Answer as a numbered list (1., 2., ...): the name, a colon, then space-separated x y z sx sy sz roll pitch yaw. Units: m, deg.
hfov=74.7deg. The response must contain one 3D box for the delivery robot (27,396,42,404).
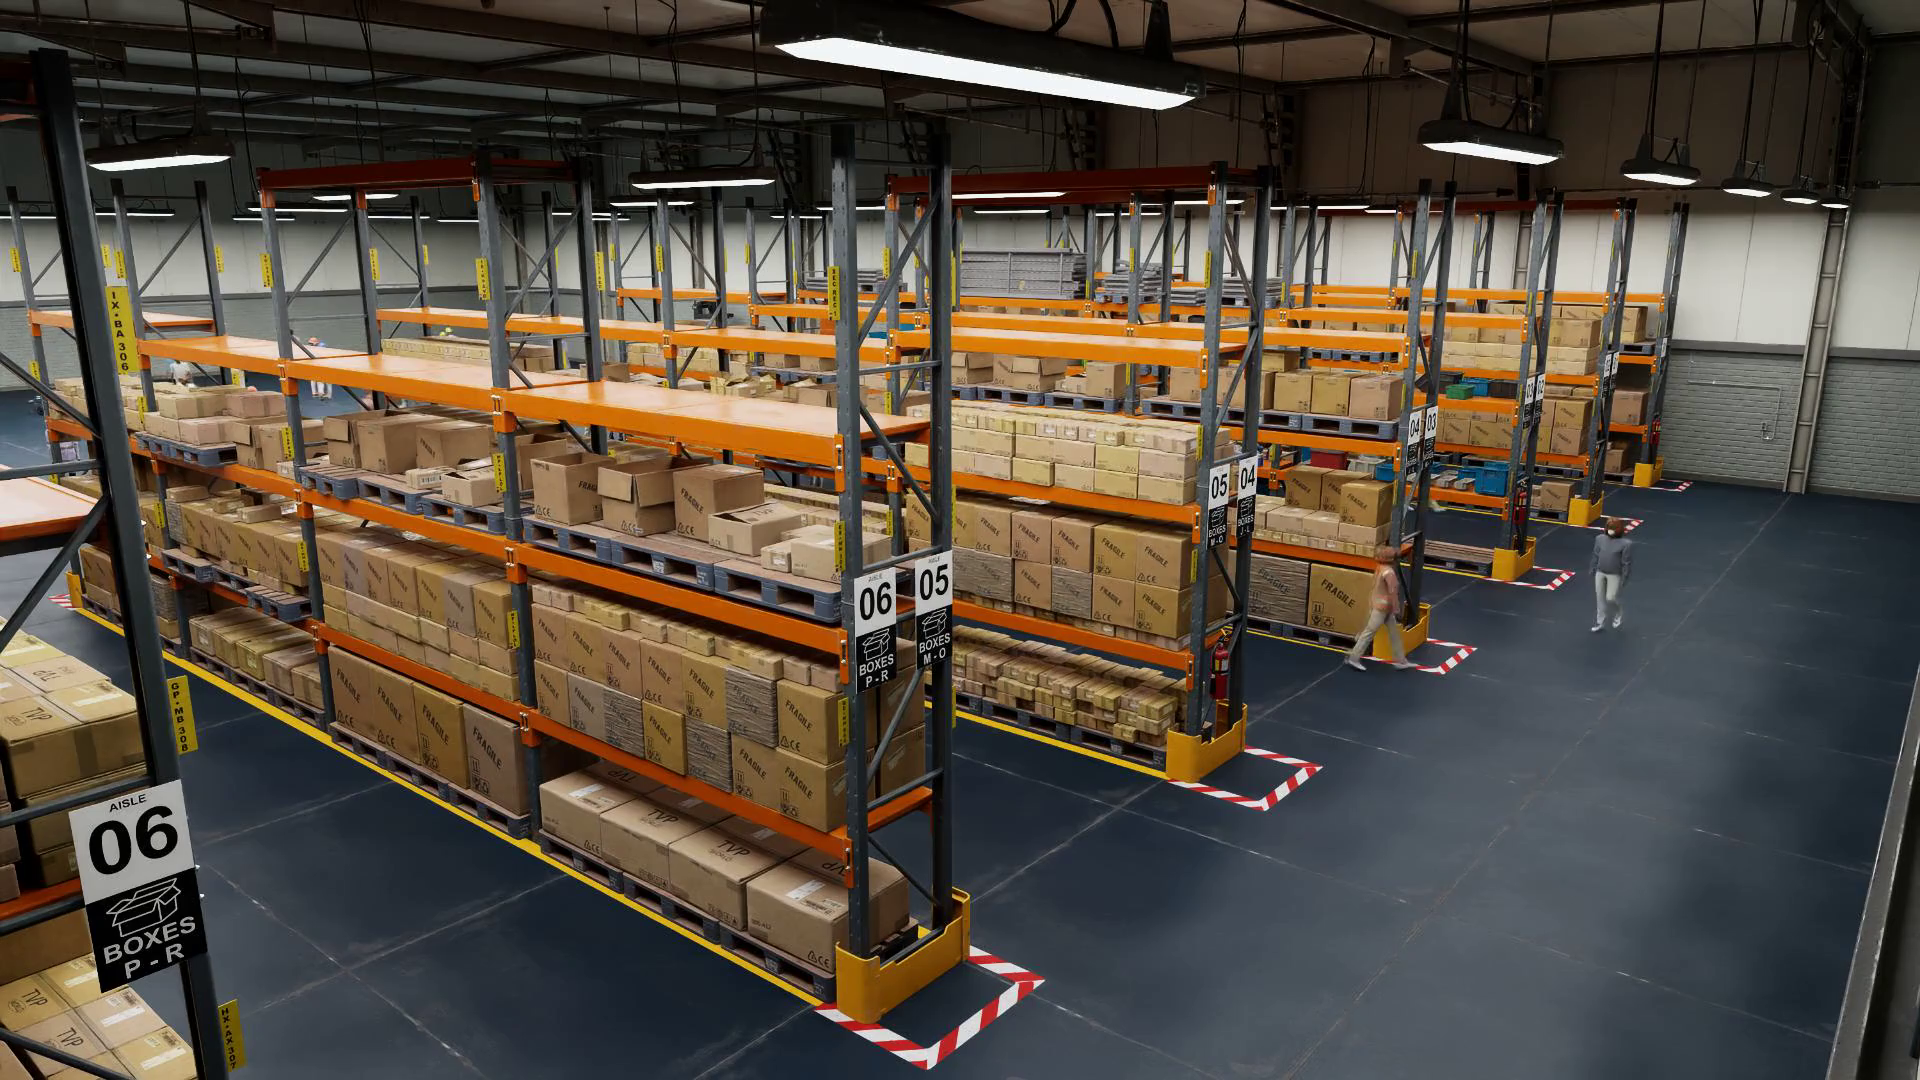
1. delivery robot: -28.083 -4.274 38.396 0.698 0.223 0.335 1 13 8

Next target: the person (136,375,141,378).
1. person: -22.267 -3.694 34.410 0.310 1.640 0.514 -11 17 -37

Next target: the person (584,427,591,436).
1. person: -9.153 -3.066 31.226 0.589 1.928 0.385 7 15 27

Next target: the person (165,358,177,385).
1. person: -26.813 -5.753 42.821 0.667 1.660 0.337 6 15 23

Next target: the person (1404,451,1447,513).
1. person: 9.154 -1.327 24.775 0.879 1.577 0.515 11 17 37

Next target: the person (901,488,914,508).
1. person: -0.857 0.044 18.889 0.768 1.713 0.491 12 18 40

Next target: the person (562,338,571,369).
1. person: -14.835 -6.847 46.921 0.983 1.867 0.660 -1 14 -3

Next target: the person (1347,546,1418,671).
1. person: 5.306 0.872 15.732 0.866 1.587 0.586 4 14 16

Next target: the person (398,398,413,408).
1. person: -15.296 -3.906 34.712 0.633 1.918 0.779 -9 16 -32

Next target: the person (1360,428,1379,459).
1. person: 7.774 -1.222 23.638 0.697 1.916 0.557 11 17 38

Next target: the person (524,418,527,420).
1. person: -10.021 -2.519 28.784 0.483 2.020 0.650 -5 14 -19

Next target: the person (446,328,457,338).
1. person: -20.014 -7.440 49.529 0.957 1.788 0.597 12 18 40

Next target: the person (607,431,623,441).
1. person: -9.158 -3.586 33.356 0.542 1.931 0.376 1 14 3

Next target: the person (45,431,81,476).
1. person: -18.054 -1.660 25.416 0.371 1.939 0.543 9 17 34

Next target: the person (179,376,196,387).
1. person: -21.054 -3.678 34.373 0.539 1.612 0.594 2 14 8

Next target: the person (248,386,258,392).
1. person: -16.379 -2.606 29.301 0.347 1.942 0.549 -3 14 -12

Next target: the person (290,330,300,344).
1. person: -25.934 -7.281 48.847 0.629 1.806 0.869 -8 16 -31

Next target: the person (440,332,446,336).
1. person: -19.718 -7.081 48.145 0.519 1.745 0.707 -4 14 -14

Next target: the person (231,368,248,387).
1. person: -23.098 -5.204 40.236 0.643 1.821 0.450 -7 15 -27

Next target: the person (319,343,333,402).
1. person: -20.717 -5.465 41.074 0.616 1.932 0.458 -2 14 -10

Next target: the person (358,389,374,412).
1. person: -13.838 -2.669 29.724 0.891 1.877 0.392 13 19 42

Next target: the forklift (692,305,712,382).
1. forklift: -9.511 -7.392 47.124 1.873 2.768 1.129 11 17 38

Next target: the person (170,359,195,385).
1. person: -23.848 -4.808 38.642 1.002 1.809 0.532 12 18 41

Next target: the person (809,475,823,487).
1. person: -2.843 -1.526 25.021 0.310 1.864 0.531 12 18 41

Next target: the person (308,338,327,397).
1. person: -21.657 -5.800 42.334 0.622 1.992 0.384 5 15 20

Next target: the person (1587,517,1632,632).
1. person: 8.919 0.474 17.316 0.381 1.620 0.506 -9 16 -33
